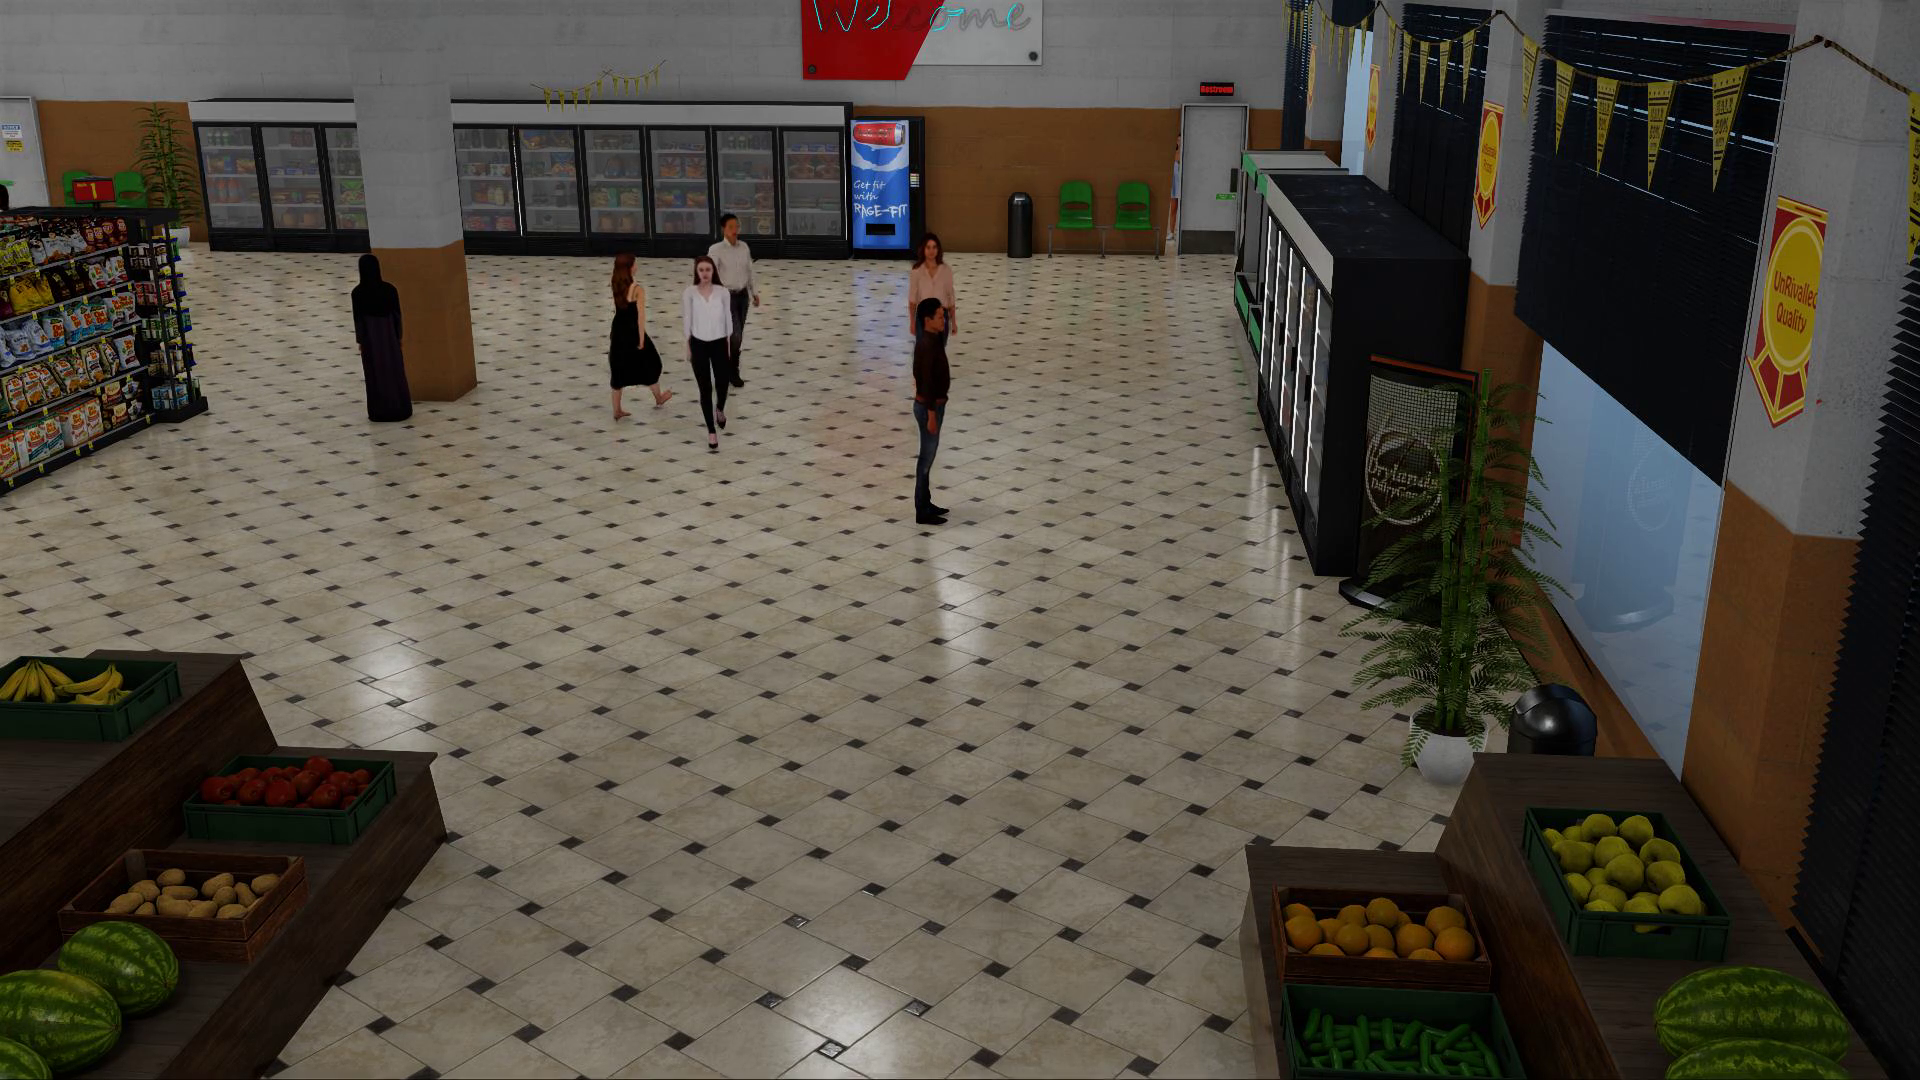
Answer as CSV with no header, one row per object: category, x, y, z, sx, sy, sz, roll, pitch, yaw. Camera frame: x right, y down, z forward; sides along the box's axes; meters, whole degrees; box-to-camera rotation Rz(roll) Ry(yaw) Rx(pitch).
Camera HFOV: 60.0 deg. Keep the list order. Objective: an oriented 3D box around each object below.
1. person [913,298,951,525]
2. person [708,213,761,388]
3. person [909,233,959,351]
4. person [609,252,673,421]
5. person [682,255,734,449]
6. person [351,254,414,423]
person,-0.242,-1.017,13.022,0.710,1.780,0.434,1,19,4
person,-2.439,-2.531,17.495,0.914,1.792,0.854,18,25,42
person,-0.283,-2.138,16.354,0.693,1.775,0.716,-4,19,-12
person,-3.255,-1.932,16.048,0.797,1.581,1.099,8,20,23
person,-2.293,-1.727,15.174,0.696,1.750,0.810,-3,19,-8
person,-5.605,-1.952,16.054,0.695,1.614,0.713,-6,20,-17
